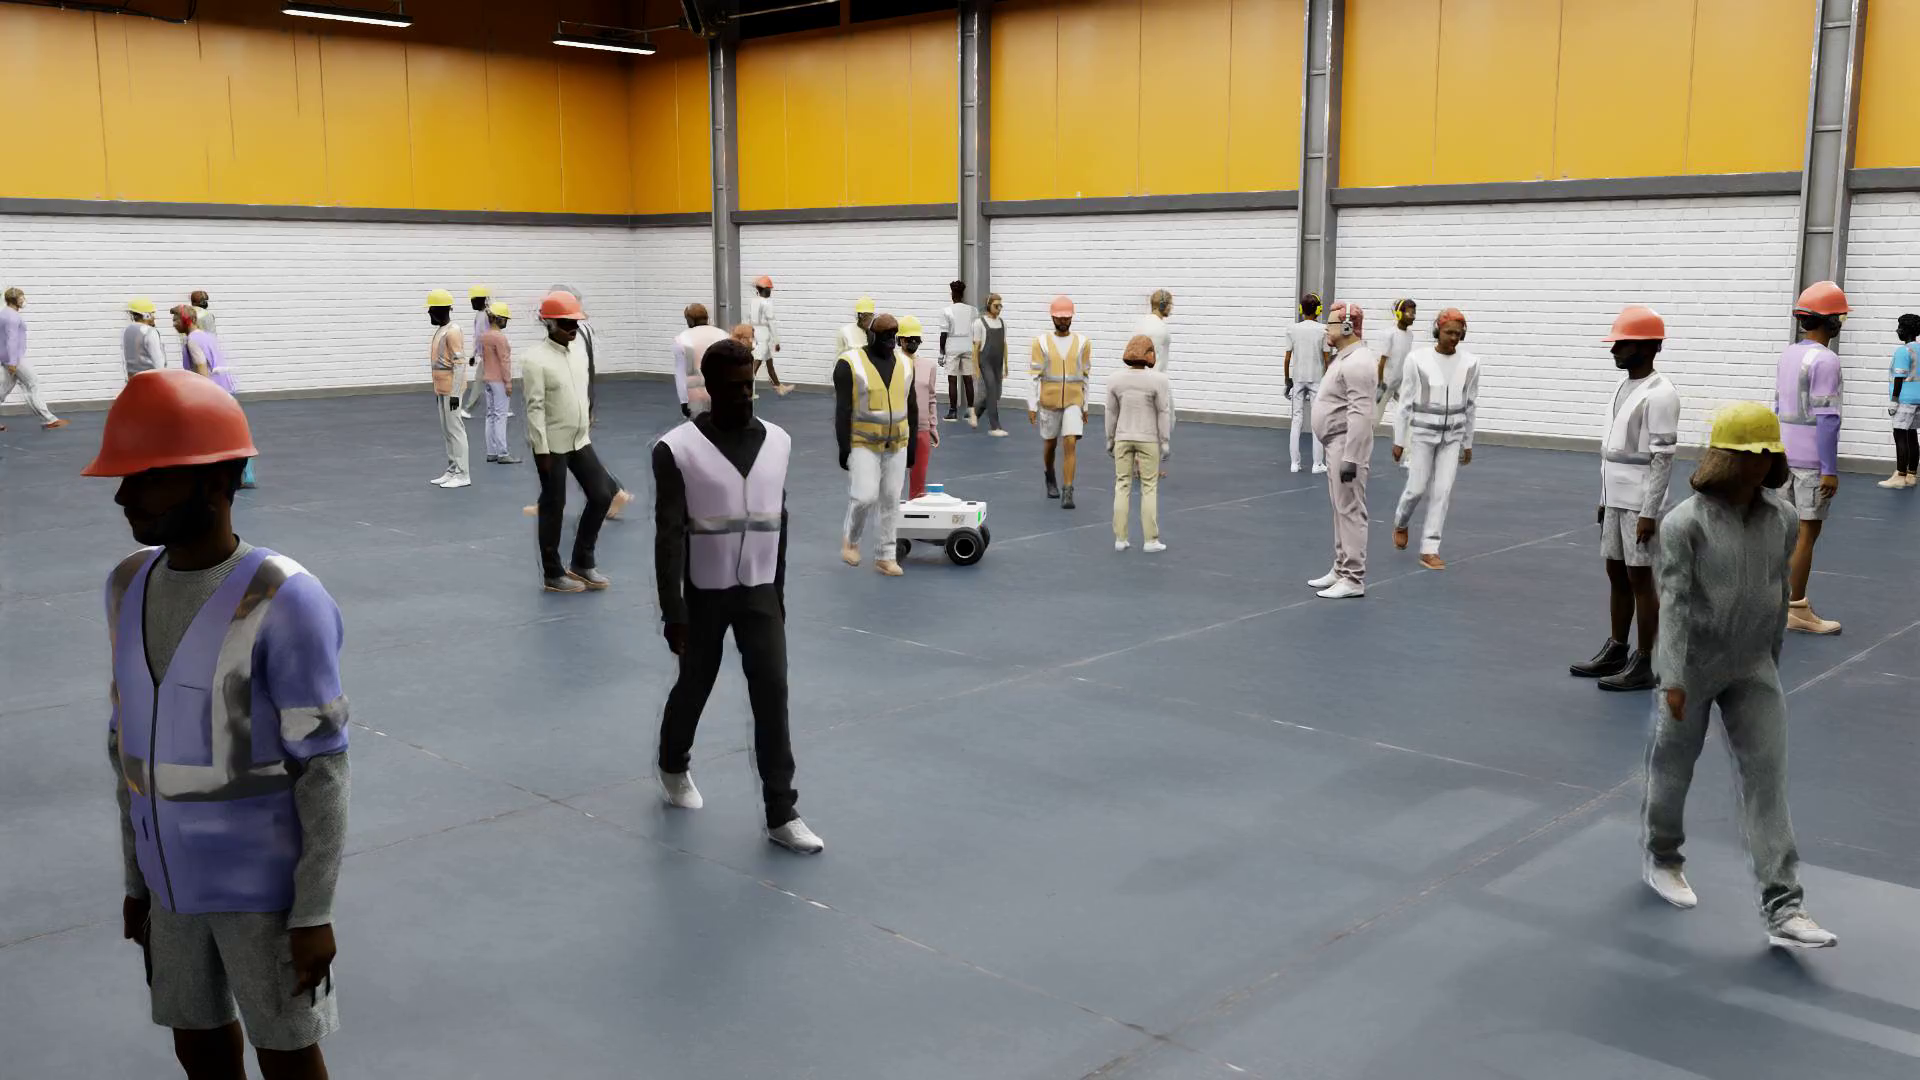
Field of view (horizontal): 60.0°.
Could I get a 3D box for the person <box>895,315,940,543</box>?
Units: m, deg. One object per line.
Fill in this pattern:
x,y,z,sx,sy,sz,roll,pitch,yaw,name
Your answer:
-0.390,-0.837,12.786,0.533,1.768,0.311,-6,11,-32,person

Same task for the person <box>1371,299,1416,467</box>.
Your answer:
4.569,-1.684,17.856,0.538,1.822,0.986,-7,12,-38,person

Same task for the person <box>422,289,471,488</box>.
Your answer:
-4.990,-1.468,16.161,0.374,1.925,0.595,-5,11,-30,person

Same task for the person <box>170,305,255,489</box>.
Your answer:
-7.245,-1.342,15.860,0.919,1.775,0.592,-2,9,-9,person

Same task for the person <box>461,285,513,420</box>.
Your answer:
-6.767,-2.629,23.420,0.965,1.876,0.611,-5,11,-29,person

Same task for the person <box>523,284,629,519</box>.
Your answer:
-3.271,-1.190,14.111,0.945,2.000,0.677,0,9,3,person

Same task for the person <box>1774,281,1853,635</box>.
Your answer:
4.963,-0.476,9.706,0.357,2.047,0.615,1,9,3,person

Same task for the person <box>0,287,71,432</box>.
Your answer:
-12.269,-2.336,21.632,1.042,1.883,0.656,-7,12,-38,person

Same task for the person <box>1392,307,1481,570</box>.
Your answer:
3.380,-0.734,11.924,0.588,1.847,0.665,-1,9,-5,person

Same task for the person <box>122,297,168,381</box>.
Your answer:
-9.069,-1.787,18.458,0.600,1.817,0.673,7,12,39,person

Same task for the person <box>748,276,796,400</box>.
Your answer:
-3.127,-3.268,26.989,1.058,1.988,0.634,-6,11,-34,person

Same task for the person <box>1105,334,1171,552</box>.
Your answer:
1.335,-0.722,12.483,0.507,1.631,0.266,4,10,26,person

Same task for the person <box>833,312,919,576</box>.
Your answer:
-0.571,-0.658,11.499,0.637,1.824,0.467,-5,11,-30,person

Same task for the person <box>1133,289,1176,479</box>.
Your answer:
1.948,-1.556,16.709,0.417,1.920,0.643,-2,9,-11,person

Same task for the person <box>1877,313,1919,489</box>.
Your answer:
9.168,-1.342,16.115,0.534,1.693,0.318,-8,12,-39,person

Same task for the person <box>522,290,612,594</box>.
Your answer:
-2.526,-0.615,10.770,0.569,1.975,0.661,5,10,26,person

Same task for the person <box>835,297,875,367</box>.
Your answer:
-1.023,-1.736,18.138,0.627,1.810,0.639,-2,10,-14,person

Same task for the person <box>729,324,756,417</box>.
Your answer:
-2.064,-1.191,15.398,0.609,1.616,0.506,1,9,3,person

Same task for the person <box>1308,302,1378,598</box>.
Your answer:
2.472,-0.576,10.763,0.402,1.907,0.659,1,9,6,person

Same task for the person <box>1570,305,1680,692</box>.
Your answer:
3.373,-0.207,8.398,0.362,1.937,0.546,-1,9,-5,person

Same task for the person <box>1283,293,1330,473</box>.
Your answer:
3.622,-1.630,17.329,0.520,1.873,0.335,5,10,27,person

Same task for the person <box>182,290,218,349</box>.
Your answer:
-10.703,-2.590,23.348,0.630,1.823,0.542,6,11,32,person

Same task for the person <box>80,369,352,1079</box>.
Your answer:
-1.418,0.643,3.185,0.547,1.938,0.377,4,10,24,person

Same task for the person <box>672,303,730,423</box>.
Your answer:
-2.405,-1.362,15.920,0.644,1.808,0.794,-5,10,-26,person

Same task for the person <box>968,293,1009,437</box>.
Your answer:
0.352,-2.238,21.242,0.510,1.822,0.767,-7,12,-38,person

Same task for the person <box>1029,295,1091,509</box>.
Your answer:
0.896,-1.264,15.015,0.558,1.900,0.966,0,9,-2,person

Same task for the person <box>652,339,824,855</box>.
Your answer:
-0.898,0.177,6.260,0.610,1.873,1.004,-7,12,-38,person

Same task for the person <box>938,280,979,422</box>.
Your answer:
-0.025,-2.627,23.143,0.609,1.964,0.367,-4,10,-24,person

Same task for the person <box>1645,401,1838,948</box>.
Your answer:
2.455,0.420,5.254,0.501,1.696,0.876,-1,9,-8,person

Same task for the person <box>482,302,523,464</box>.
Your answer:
-5.028,-1.711,18.172,0.322,1.761,0.522,-8,12,-39,person

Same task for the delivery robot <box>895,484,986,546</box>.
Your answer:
-0.172,-0.164,12.076,0.707,0.478,0.477,1,9,6,delivery robot
